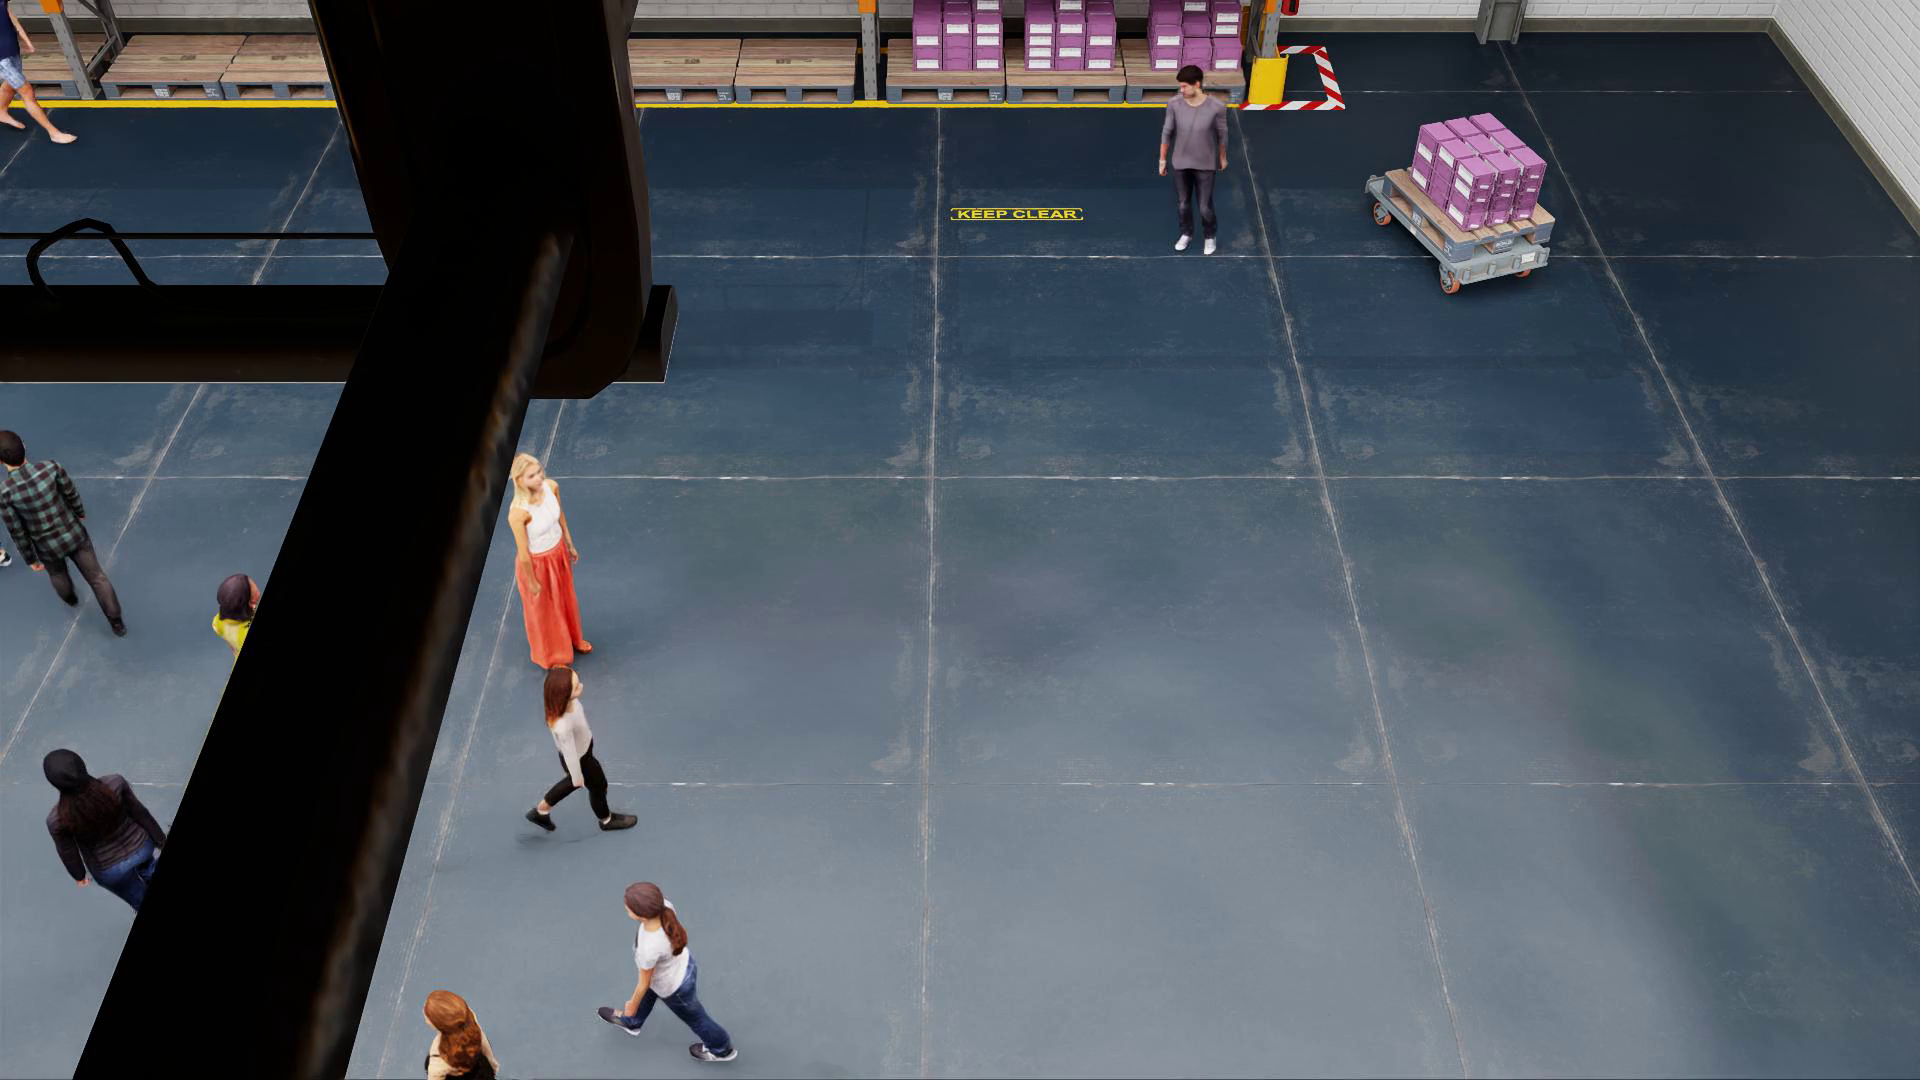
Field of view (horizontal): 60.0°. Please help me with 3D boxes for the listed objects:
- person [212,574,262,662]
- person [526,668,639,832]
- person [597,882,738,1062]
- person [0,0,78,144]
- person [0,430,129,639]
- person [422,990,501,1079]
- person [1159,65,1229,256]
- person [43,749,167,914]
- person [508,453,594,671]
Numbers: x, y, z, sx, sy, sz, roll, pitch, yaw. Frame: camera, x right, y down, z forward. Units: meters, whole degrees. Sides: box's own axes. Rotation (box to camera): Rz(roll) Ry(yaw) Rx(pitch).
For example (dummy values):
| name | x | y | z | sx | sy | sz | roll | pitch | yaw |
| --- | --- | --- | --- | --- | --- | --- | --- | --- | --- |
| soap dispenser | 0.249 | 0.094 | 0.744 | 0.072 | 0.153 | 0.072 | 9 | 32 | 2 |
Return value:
| name | x | y | z | sx | sy | sz | roll | pitch | yaw |
| --- | --- | --- | --- | --- | --- | --- | --- | --- | --- |
| person | -4.231 | 0.929 | 10.123 | 1.293 | 1.611 | 1.227 | 23 | 48 | 22 |
| person | -2.344 | 1.276 | 9.862 | 0.933 | 1.469 | 0.703 | -11 | 45 | -11 |
| person | -1.448 | 2.308 | 8.738 | 1.015 | 1.525 | 0.577 | 3 | 44 | 3 |
| person | -9.185 | -4.649 | 15.840 | 1.244 | 1.801 | 0.835 | 9 | 44 | 10 |
| person | -6.041 | 0.010 | 11.201 | 1.112 | 1.684 | 1.118 | -31 | 52 | -29 |
| person | -2.338 | 2.760 | 8.220 | 1.081 | 1.585 | 0.610 | 3 | 44 | 3 |
| person | 2.071 | -3.305 | 14.419 | 0.728 | 1.815 | 0.874 | 5 | 44 | 6 |
| person | -4.535 | 1.801 | 9.120 | 0.840 | 1.731 | 0.784 | 32 | 52 | 29 |
| person | -2.702 | 0.138 | 10.814 | 0.731 | 1.802 | 0.718 | 19 | 47 | 19 |
